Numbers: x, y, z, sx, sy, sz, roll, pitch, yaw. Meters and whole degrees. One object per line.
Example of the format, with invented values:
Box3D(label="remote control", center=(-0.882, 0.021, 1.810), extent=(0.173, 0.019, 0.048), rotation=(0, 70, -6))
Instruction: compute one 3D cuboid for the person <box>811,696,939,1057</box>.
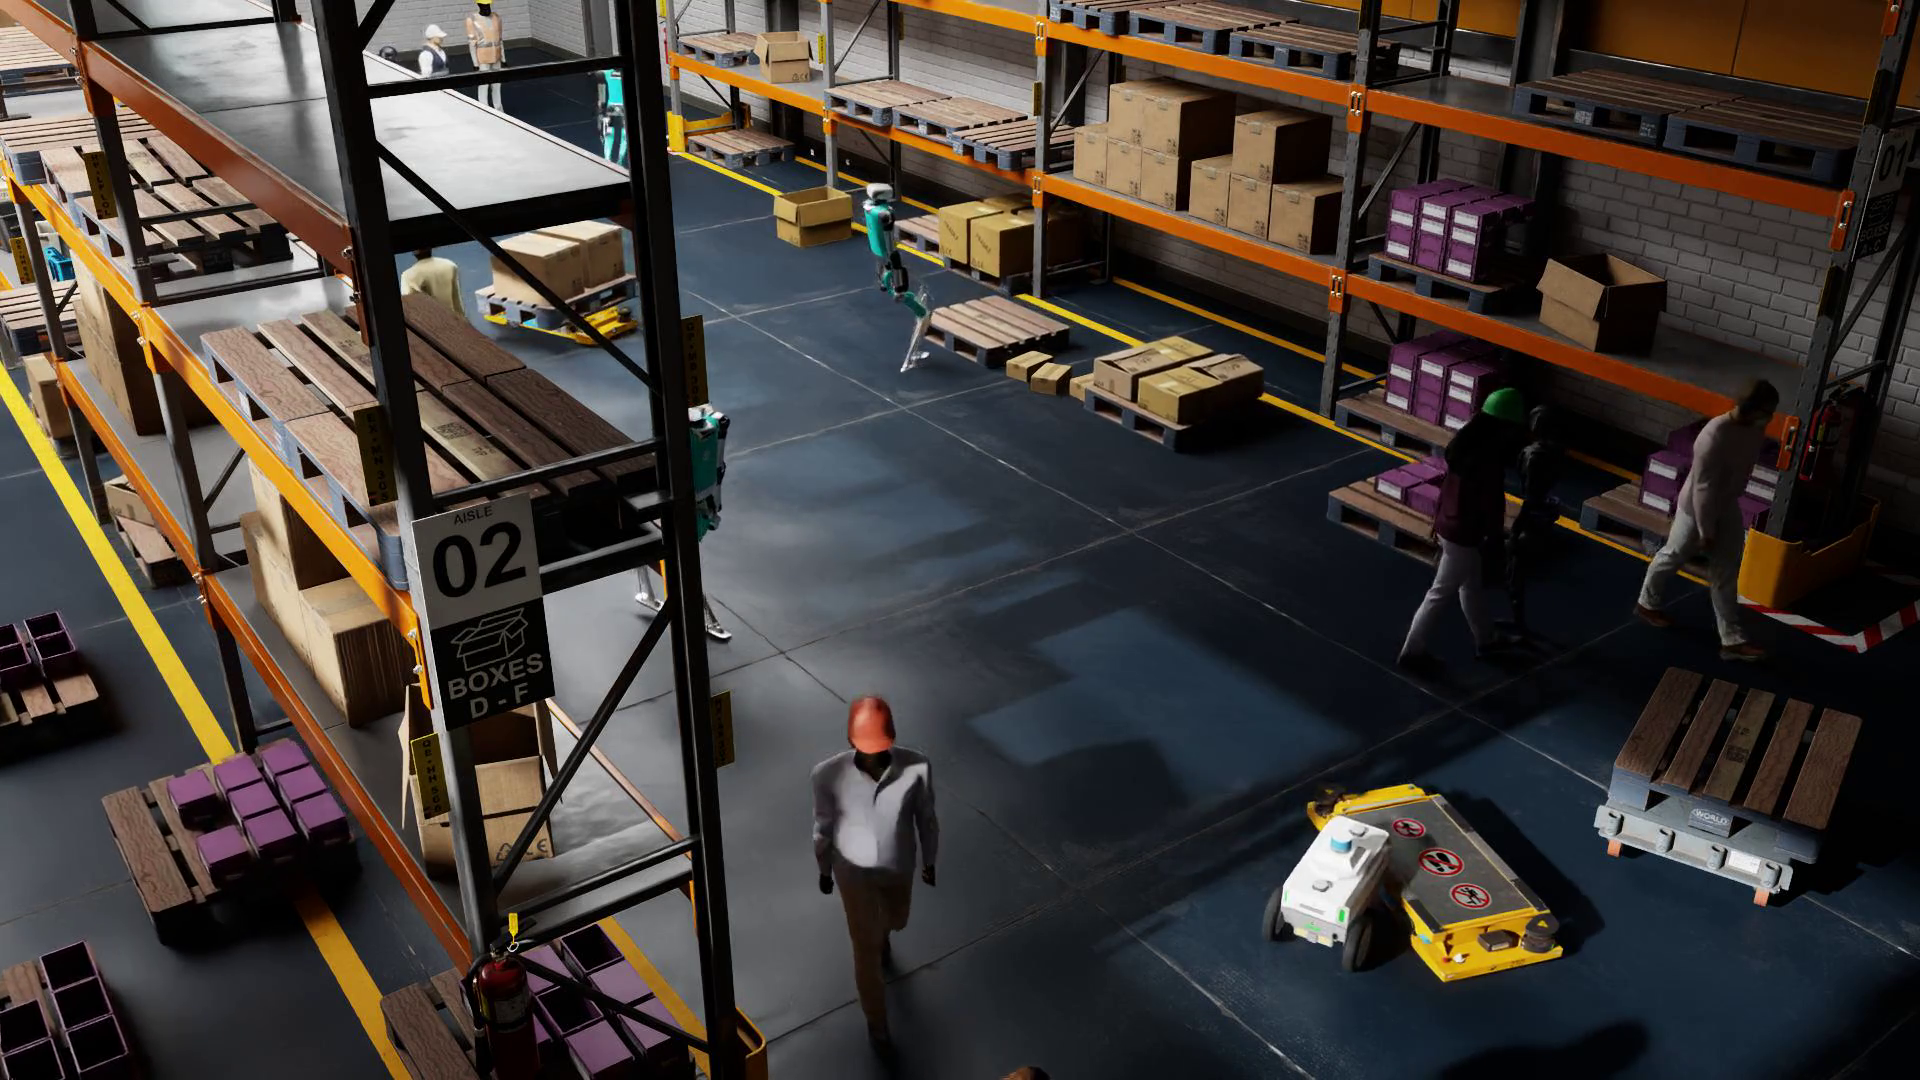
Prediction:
Box3D(label="person", center=(-0.384, 1.415, 7.549), extent=(0.567, 1.726, 0.760), rotation=(-6, 27, -12))

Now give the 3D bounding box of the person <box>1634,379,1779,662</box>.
Box3D(label="person", center=(4.810, -0.153, 10.503), extent=(0.637, 1.864, 1.002), rotation=(-15, 30, -27))

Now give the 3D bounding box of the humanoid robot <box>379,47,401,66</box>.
Box3D(label="humanoid robot", center=(-7.234, -5.528, 21.464), extent=(0.793, 1.625, 0.595), rotation=(-10, 28, -19))

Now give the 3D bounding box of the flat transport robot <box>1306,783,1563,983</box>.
Box3D(label="flat transport robot", center=(2.419, 1.704, 8.597), extent=(0.659, 0.231, 1.431), rotation=(-8, 28, -15))

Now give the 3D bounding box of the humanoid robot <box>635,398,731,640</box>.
Box3D(label="humanoid robot", center=(-1.933, -0.196, 10.813), extent=(0.988, 1.757, 0.555), rotation=(18, 32, 31))

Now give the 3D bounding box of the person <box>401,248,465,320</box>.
Box3D(label="person", center=(-4.392, -1.803, 13.977), extent=(0.905, 1.706, 0.568), rotation=(13, 30, 25))

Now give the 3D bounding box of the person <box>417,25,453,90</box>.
Box3D(label="person", center=(-7.085, -6.056, 22.410), extent=(0.817, 1.725, 0.739), rotation=(10, 28, 19))

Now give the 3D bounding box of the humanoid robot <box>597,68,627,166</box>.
Box3D(label="humanoid robot", center=(-4.206, -4.874, 20.095), extent=(0.580, 1.787, 0.931), rotation=(6, 27, 11))

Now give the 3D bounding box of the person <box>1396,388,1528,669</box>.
Box3D(label="person", center=(3.226, -0.044, 10.249), extent=(0.923, 1.904, 0.500), rotation=(-3, 27, -5))

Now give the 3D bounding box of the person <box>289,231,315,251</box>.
Box3D(label="person", center=(-6.082, -2.528, 15.506), extent=(0.285, 1.628, 0.497), rotation=(3, 27, 6))

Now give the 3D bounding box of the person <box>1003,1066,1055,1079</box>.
Box3D(label="person", center=(0.114, 2.430, 5.449), extent=(0.703, 1.811, 0.431), rotation=(5, 27, 9))

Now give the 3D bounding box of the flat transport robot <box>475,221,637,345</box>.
Box3D(label="flat transport robot", center=(-3.948, -2.218, 16.399), extent=(1.431, 0.231, 0.659), rotation=(15, 31, 28))

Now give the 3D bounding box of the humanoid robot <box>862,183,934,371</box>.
Box3D(label="humanoid robot", center=(-0.438, -2.390, 15.101), extent=(0.868, 1.768, 0.571), rotation=(-11, 29, -21))

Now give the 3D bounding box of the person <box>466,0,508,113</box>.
Box3D(label="person", center=(-6.758, -6.913, 23.893), extent=(0.379, 1.928, 0.587), rotation=(20, 33, 34))

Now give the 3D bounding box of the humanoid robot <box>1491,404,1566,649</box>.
Box3D(label="humanoid robot", center=(3.620, -0.083, 10.584), extent=(0.321, 1.655, 0.596), rotation=(14, 30, 26))

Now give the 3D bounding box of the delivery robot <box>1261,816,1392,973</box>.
Box3D(label="delivery robot", center=(1.845, 1.725, 8.248), extent=(0.518, 0.604, 0.775), rotation=(16, 31, 28))
